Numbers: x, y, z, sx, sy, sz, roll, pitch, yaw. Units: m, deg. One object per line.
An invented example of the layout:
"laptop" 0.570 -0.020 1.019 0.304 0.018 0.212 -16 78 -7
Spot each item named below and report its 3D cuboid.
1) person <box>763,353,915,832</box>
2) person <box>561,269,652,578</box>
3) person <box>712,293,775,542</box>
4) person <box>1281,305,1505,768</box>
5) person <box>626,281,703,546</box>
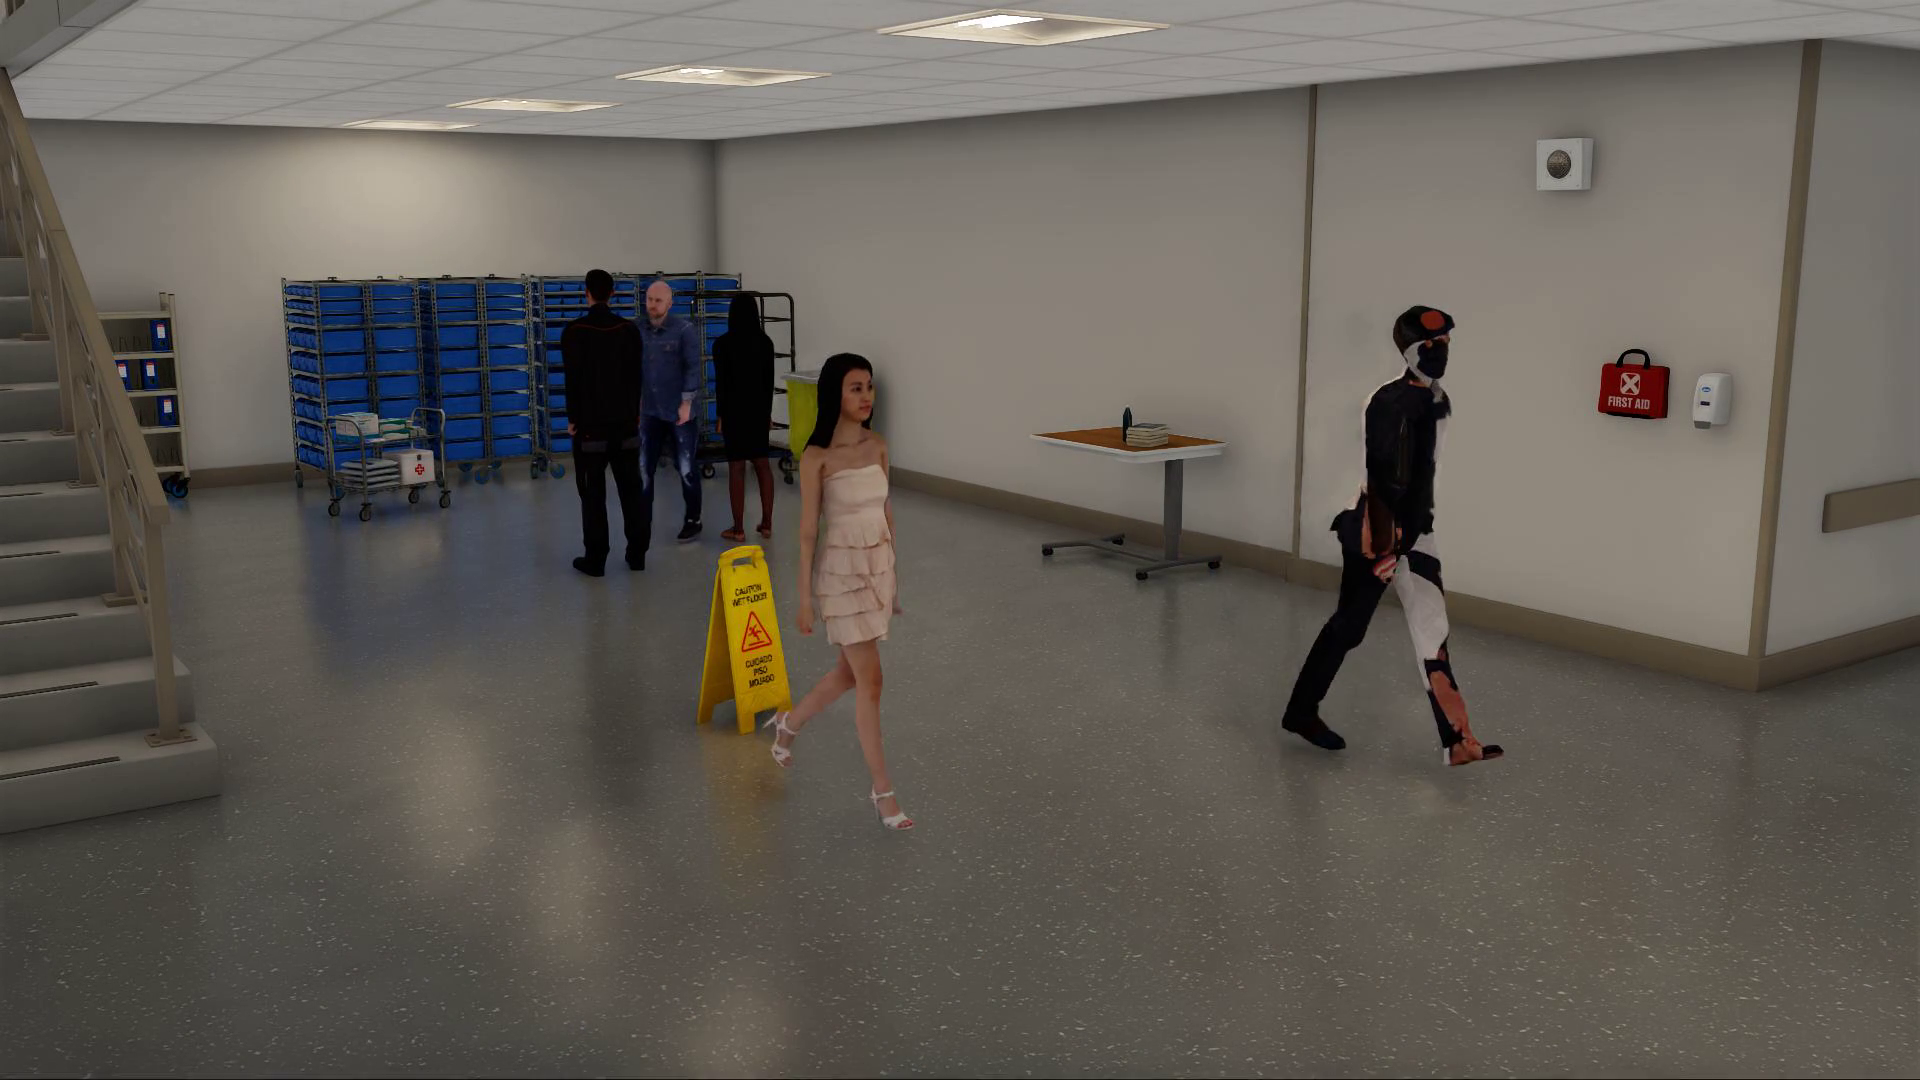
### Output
"person" -0.457 0.191 6.092 1.089 1.706 0.724 10 14 42
"person" -2.238 -0.748 10.485 0.686 1.913 0.576 -7 13 -32
"person" -1.497 -0.864 11.610 0.610 1.720 0.504 -7 13 -33
"person" 1.655 0.003 6.722 1.236 1.840 0.813 10 14 42
"person" -1.977 -0.850 11.357 1.134 1.787 1.164 4 11 19
